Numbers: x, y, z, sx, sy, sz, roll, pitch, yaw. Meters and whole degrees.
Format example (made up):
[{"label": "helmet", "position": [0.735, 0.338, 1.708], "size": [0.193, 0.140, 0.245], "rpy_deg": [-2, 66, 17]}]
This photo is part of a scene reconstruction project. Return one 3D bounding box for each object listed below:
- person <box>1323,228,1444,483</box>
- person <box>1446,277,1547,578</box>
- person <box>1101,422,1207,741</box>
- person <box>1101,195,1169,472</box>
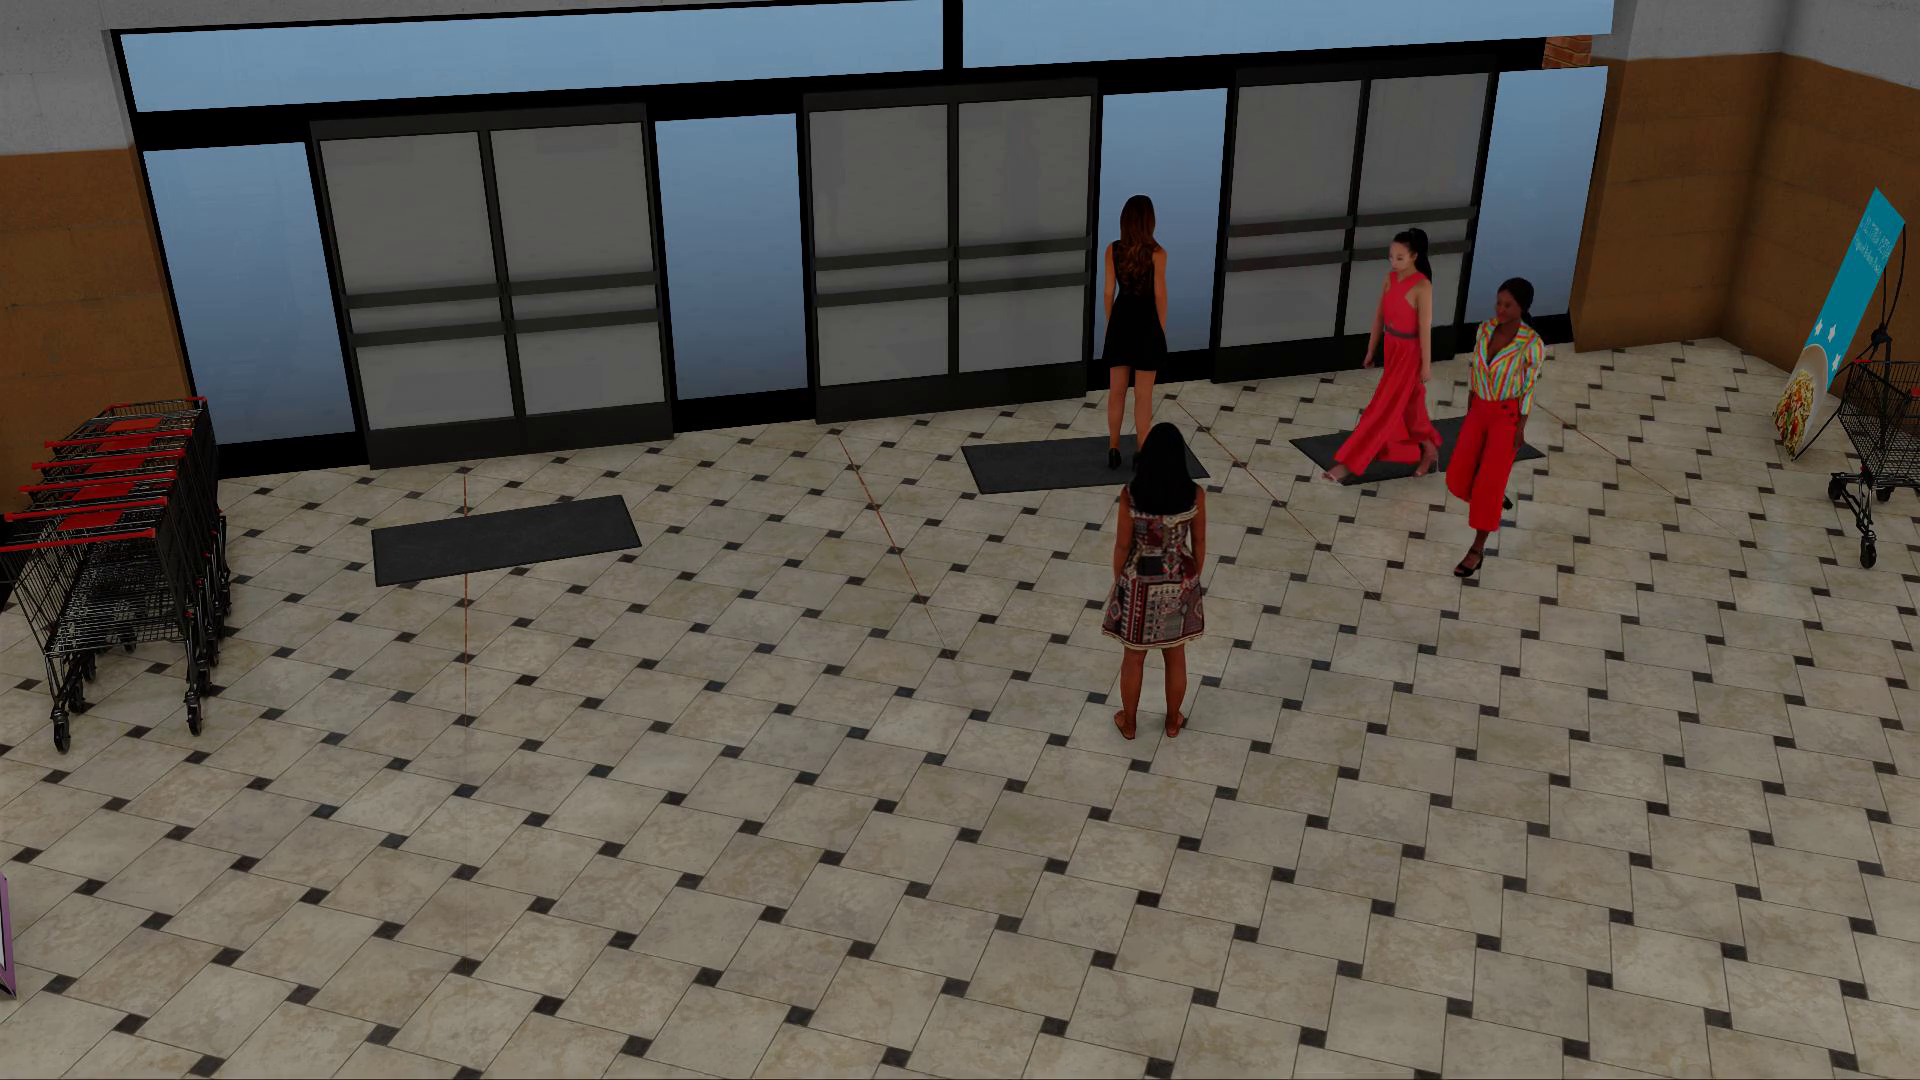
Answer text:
[{"label": "person", "position": [2.857, -1.123, 10.471], "size": [0.703, 1.674, 1.068], "rpy_deg": [-11, 29, -20]}, {"label": "person", "position": [3.068, -0.640, 9.400], "size": [0.854, 1.782, 0.867], "rpy_deg": [-22, 34, -37]}, {"label": "person", "position": [0.932, 0.207, 7.879], "size": [0.692, 1.645, 0.601], "rpy_deg": [-1, 27, -3]}, {"label": "person", "position": [1.111, -1.302, 10.646], "size": [0.669, 1.835, 0.705], "rpy_deg": [11, 29, 20]}]
